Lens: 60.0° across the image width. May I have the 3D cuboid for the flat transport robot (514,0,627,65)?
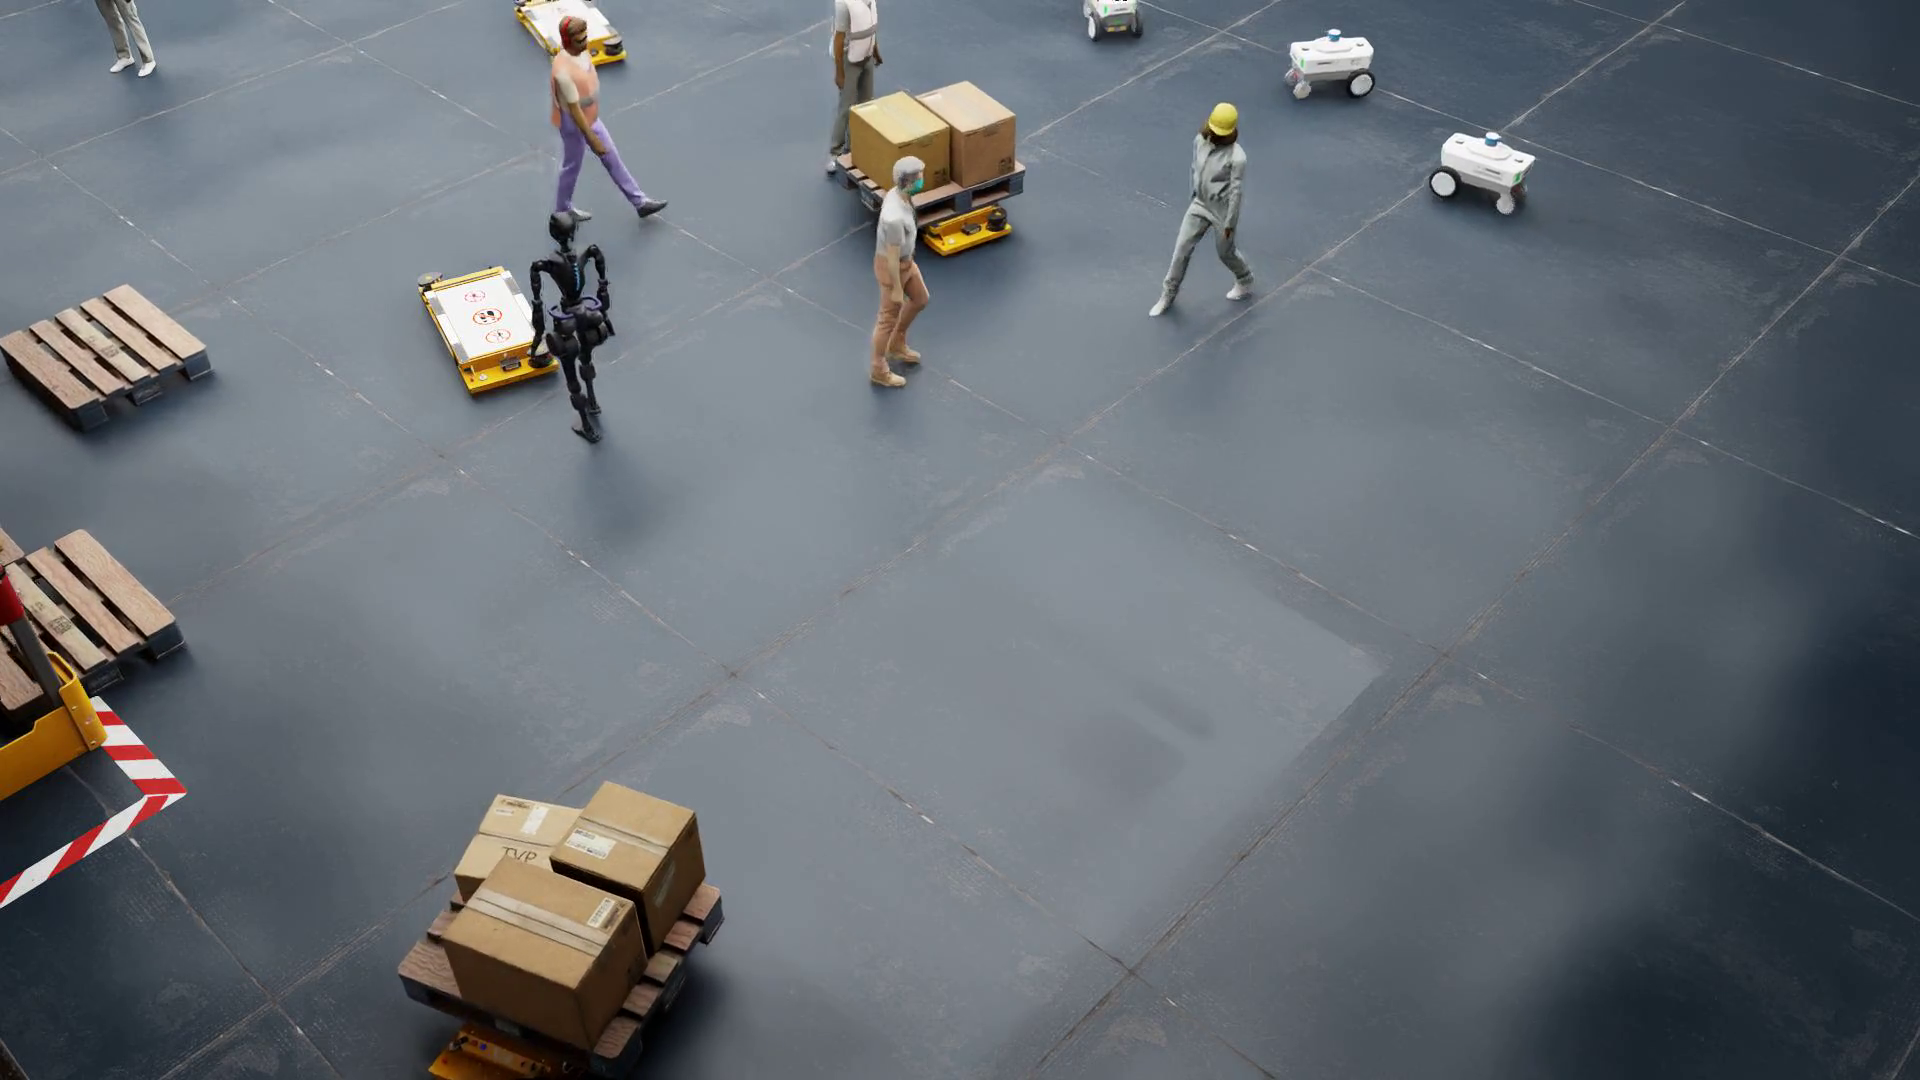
[{"bbox_3d":[-3.760,-4.912,15.986,0.659,0.231,1.431,-20,46,-21],"label":"flat transport robot"}]

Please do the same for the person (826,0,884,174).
[{"bbox_3d":[-0.921,-3.965,13.790,0.385,1.798,0.782,19,45,20],"label":"person"}]

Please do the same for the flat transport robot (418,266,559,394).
[{"bbox_3d":[-3.509,-1.604,12.309,0.659,0.231,1.431,-19,45,-20],"label":"flat transport robot"}]

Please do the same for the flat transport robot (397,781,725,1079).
[{"bbox_3d":[-1.915,2.120,8.169,0.659,0.231,1.431,16,44,17],"label":"flat transport robot"}]

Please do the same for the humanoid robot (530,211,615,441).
[{"bbox_3d":[-2.592,-1.441,11.081,0.599,1.644,0.486,-27,48,-27],"label":"humanoid robot"}]

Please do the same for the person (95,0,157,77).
[{"bbox_3d":[-7.721,-5.009,15.069,0.519,1.636,0.310,13,44,14],"label":"person"}]

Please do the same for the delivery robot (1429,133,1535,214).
[{"bbox_3d":[4.324,-3.080,13.718,0.756,0.571,0.499,27,48,26],"label":"delivery robot"}]

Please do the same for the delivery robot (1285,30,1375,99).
[{"bbox_3d":[3.376,-4.349,15.140,0.788,0.587,0.499,-7,42,-7],"label":"delivery robot"}]

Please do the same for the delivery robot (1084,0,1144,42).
[{"bbox_3d":[1.448,-5.197,16.082,0.499,0.586,0.772,-9,43,-10],"label":"delivery robot"}]

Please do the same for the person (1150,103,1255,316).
[{"bbox_3d":[1.867,-2.441,12.182,0.837,1.696,0.494,-30,50,-29],"label":"person"}]

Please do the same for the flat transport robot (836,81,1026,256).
[{"bbox_3d":[-0.247,-2.805,13.643,0.659,0.231,1.431,-24,47,-24],"label":"flat transport robot"}]

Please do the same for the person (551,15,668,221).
[{"bbox_3d":[-2.871,-3.251,12.994,0.964,1.785,0.591,6,42,6],"label":"person"}]

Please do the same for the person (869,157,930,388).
[{"bbox_3d":[-0.444,-1.877,11.527,0.442,1.715,0.560,5,42,5],"label":"person"}]
